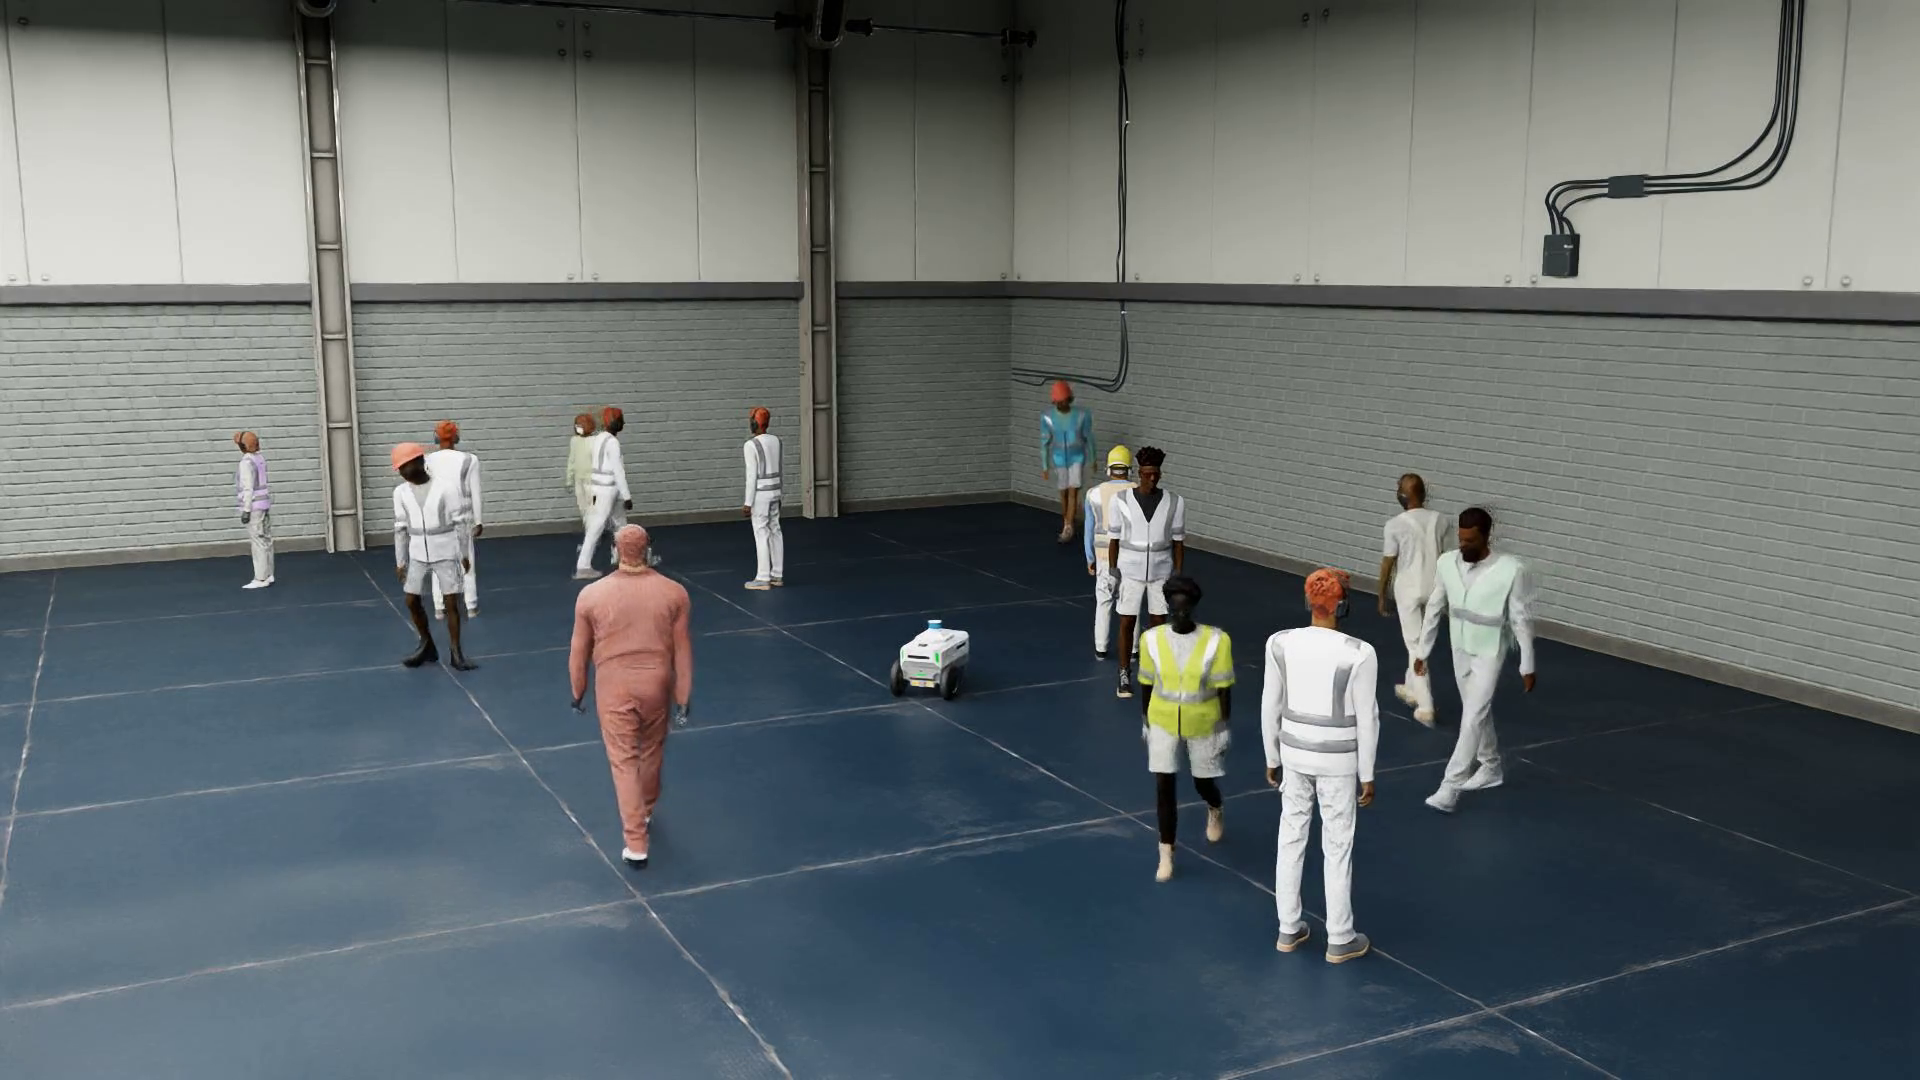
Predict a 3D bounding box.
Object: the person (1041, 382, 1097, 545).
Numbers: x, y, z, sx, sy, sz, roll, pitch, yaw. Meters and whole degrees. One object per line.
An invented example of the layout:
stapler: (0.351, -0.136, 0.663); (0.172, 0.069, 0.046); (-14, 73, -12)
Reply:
person: (1.322, -0.950, 20.170); (0.652, 1.962, 1.083); (3, 10, 16)

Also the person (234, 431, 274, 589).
person: (-7.297, -0.313, 17.202); (0.315, 1.636, 0.515); (-1, 9, -4)

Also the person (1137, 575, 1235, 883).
person: (1.243, 0.986, 9.080); (0.549, 1.676, 0.619); (3, 10, 19)

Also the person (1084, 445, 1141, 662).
person: (1.339, 0.119, 13.981); (0.586, 1.824, 0.404); (2, 9, 13)

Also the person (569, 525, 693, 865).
person: (-1.864, 0.839, 9.437); (0.656, 1.854, 0.992); (-3, 10, -20)

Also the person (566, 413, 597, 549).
person: (-4.379, -0.675, 19.463); (0.518, 1.633, 0.342); (5, 11, 30)

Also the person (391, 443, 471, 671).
person: (-4.340, 0.142, 13.640); (0.668, 1.890, 0.400); (1, 9, 3)

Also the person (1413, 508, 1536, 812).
person: (3.120, 0.716, 10.185); (1.008, 1.851, 0.695); (-7, 11, -36)

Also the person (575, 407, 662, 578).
person: (-3.706, -0.511, 17.840); (0.994, 1.822, 0.598); (-4, 10, -24)

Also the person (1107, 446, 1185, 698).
person: (1.431, 0.246, 12.781); (0.603, 1.957, 0.375); (0, 9, 0)

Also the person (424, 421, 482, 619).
person: (-4.812, -0.188, 15.706); (0.577, 1.877, 0.342); (-2, 9, -10)

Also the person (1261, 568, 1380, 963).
person: (1.718, 1.067, 7.939); (0.576, 1.882, 0.362); (7, 12, 37)

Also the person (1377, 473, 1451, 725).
person: (3.311, 0.406, 12.248); (0.534, 1.803, 0.883); (-2, 9, -12)

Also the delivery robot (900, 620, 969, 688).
delivery robot: (-0.189, 0.867, 12.961); (0.477, 0.478, 0.707); (3, 10, 21)

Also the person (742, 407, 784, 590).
person: (-2.029, -0.427, 17.144); (0.358, 1.882, 0.574); (5, 11, 30)
